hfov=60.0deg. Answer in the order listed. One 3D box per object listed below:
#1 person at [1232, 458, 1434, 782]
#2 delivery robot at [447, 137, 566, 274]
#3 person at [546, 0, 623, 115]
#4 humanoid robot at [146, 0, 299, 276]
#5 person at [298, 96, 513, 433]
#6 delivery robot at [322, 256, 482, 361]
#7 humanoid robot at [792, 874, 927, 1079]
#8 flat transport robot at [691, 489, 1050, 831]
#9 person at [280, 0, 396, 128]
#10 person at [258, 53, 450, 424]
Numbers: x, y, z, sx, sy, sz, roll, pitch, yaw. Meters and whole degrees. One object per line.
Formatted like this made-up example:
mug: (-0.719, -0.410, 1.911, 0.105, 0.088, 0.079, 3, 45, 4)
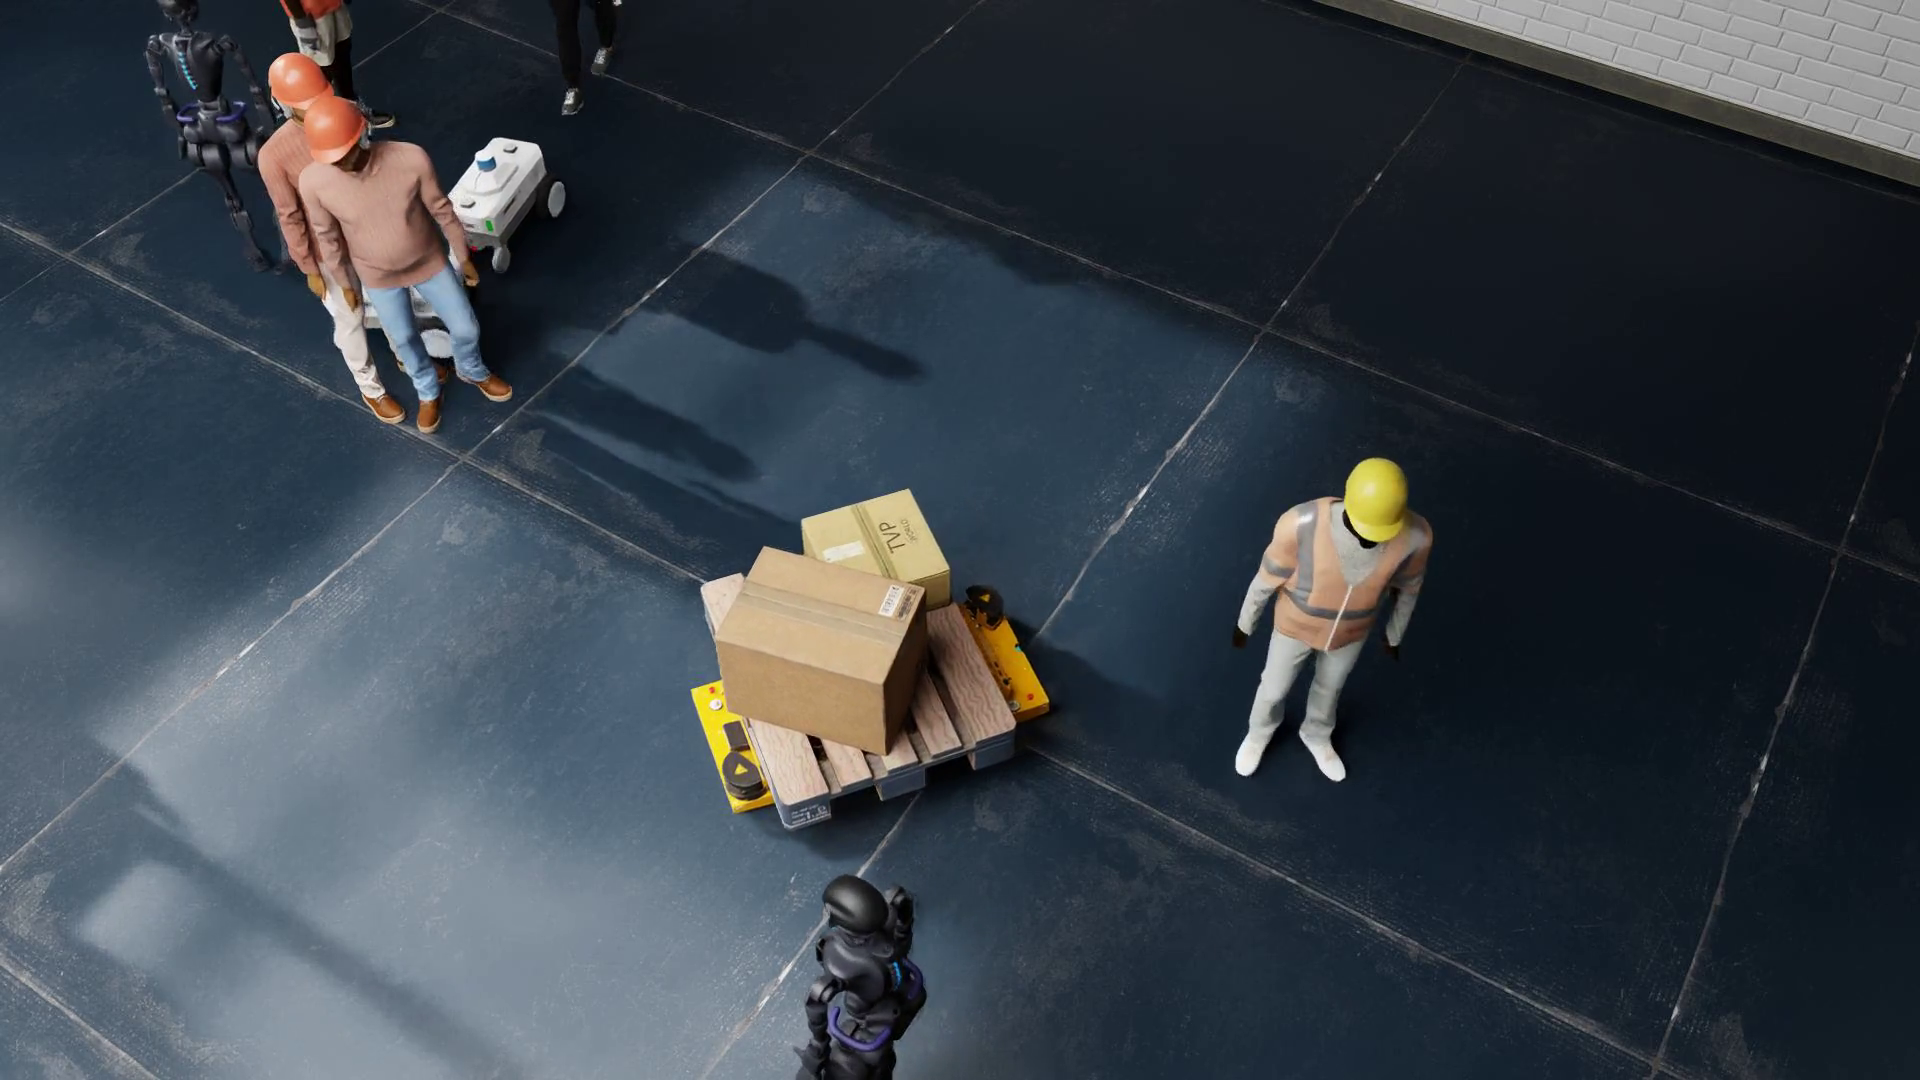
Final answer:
person: (1.406, 0.340, 6.431, 0.668, 1.912, 0.424, 2, 49, 2)
delivery robot: (-2.586, -1.917, 9.314, 0.499, 0.614, 0.803, 12, 50, 10)
person: (-2.308, -3.383, 9.824, 0.701, 1.691, 0.902, 7, 49, 6)
humanoid robot: (-3.862, -2.100, 8.722, 0.609, 1.645, 0.460, 1, 49, 1)
person: (-2.620, -1.277, 7.801, 0.653, 1.968, 0.494, -13, 50, -11)
delivery robot: (-2.941, -1.281, 8.750, 0.803, 0.601, 0.499, 0, 49, 0)
humanoid robot: (-0.318, 1.569, 5.501, 0.332, 1.650, 0.590, 25, 53, 20)
flat transport robot: (-0.393, 0.672, 7.228, 1.431, 0.231, 0.659, -17, 51, -14)
person: (-3.624, -3.071, 9.383, 0.381, 1.957, 0.600, 5, 49, 4)
person: (-2.902, -1.436, 7.926, 0.378, 1.994, 0.618, 25, 53, 20)
